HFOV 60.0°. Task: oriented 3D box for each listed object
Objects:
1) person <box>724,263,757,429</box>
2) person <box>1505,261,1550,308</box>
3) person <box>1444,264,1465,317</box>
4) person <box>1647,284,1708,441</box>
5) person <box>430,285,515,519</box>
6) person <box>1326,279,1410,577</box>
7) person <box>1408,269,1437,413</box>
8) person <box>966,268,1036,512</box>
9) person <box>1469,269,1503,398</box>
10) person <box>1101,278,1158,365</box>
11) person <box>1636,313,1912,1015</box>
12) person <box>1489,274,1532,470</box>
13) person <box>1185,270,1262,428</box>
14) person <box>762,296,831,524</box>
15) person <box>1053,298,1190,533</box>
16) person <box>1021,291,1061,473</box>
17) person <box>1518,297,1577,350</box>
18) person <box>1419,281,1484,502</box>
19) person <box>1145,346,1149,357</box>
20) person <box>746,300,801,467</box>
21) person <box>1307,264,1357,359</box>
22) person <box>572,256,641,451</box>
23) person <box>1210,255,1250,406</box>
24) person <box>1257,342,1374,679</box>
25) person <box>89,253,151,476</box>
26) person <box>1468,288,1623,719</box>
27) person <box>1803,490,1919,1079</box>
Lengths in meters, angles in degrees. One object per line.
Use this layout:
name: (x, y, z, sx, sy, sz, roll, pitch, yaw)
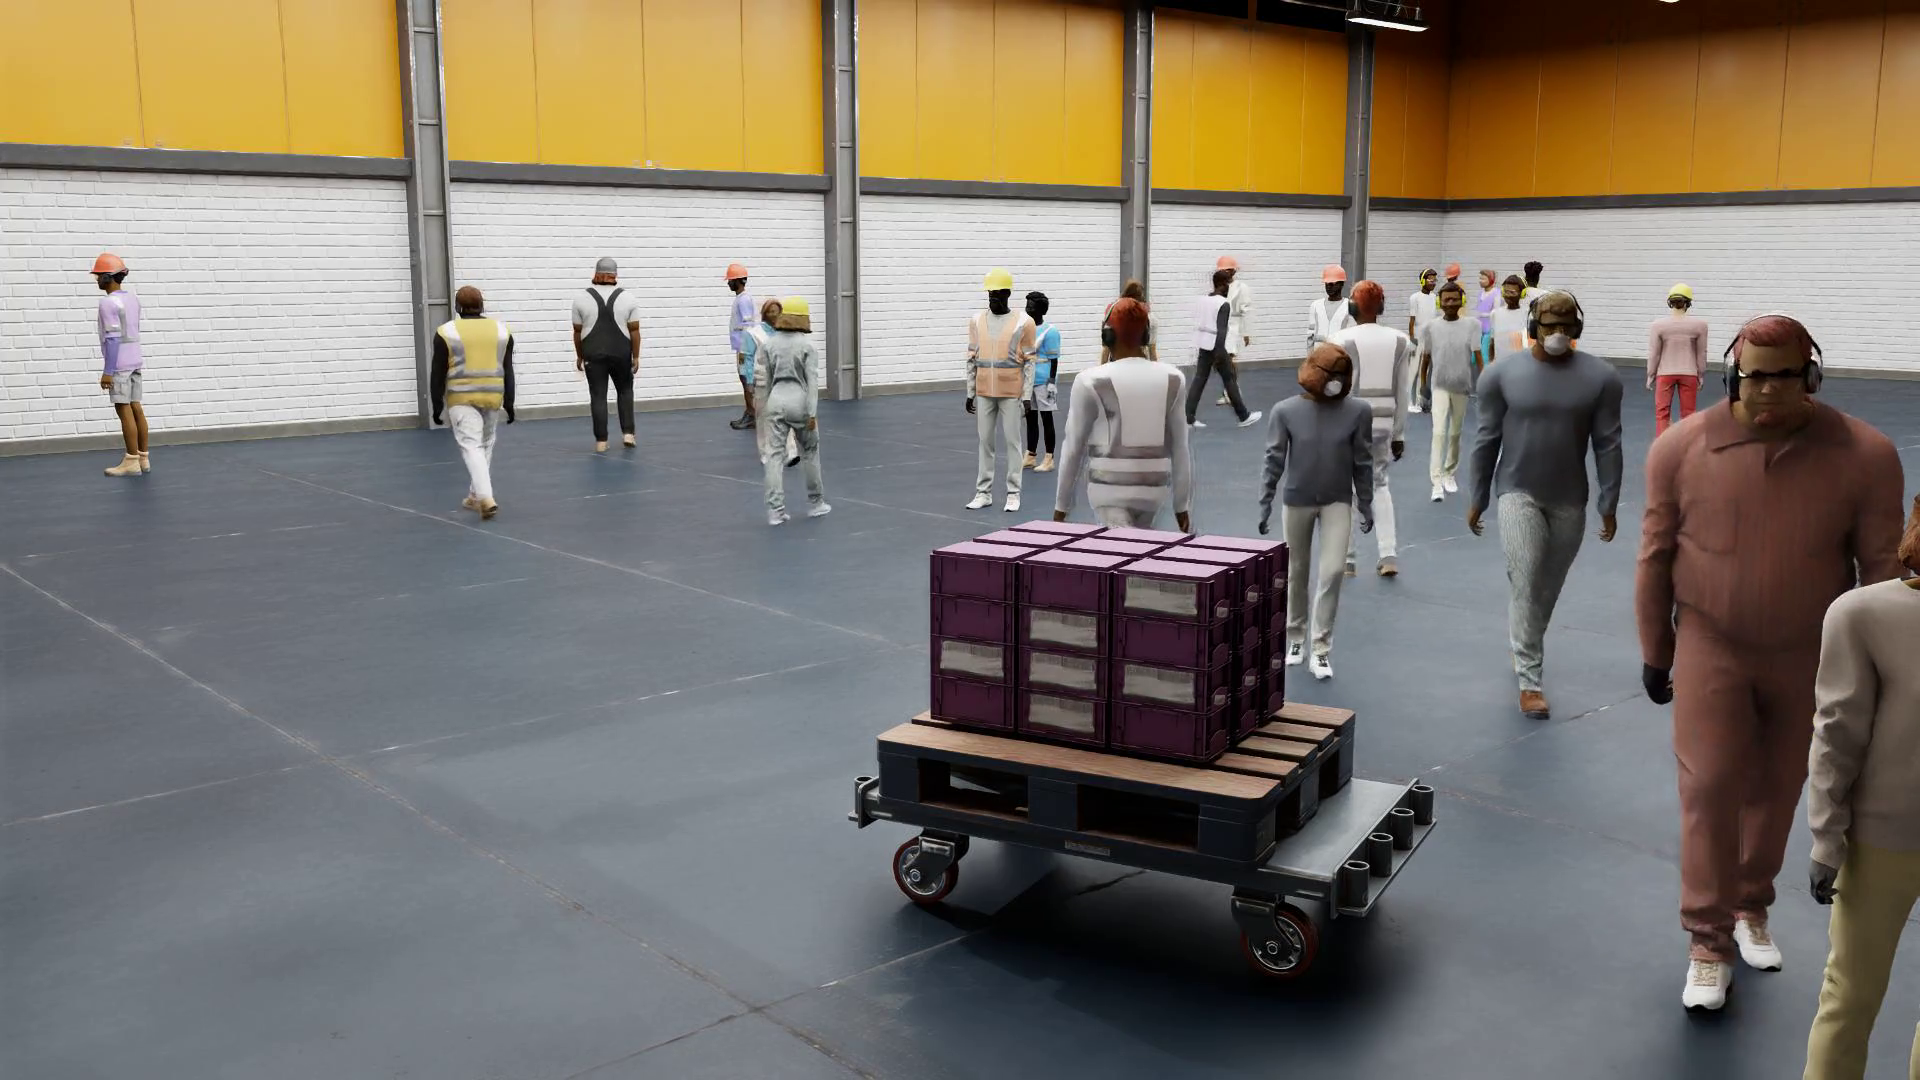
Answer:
person: (-2.569, -2.261, 19.483, 0.373, 1.933, 0.549, -2, 10, -9)
person: (6.869, -2.377, 20.072, 0.606, 1.966, 0.367, 4, 10, 21)
person: (8.697, -3.906, 29.293, 0.375, 1.890, 0.694, 4, 10, 21)
person: (6.803, -1.545, 15.807, 0.523, 1.762, 0.328, 3, 10, 16)
person: (-3.770, -1.077, 12.942, 0.634, 1.808, 0.928, -7, 12, -36)
person: (2.518, -0.686, 10.449, 0.595, 1.883, 0.373, -3, 10, -16)
person: (6.004, -2.576, 21.570, 0.506, 1.861, 0.329, -7, 12, -36)
person: (0.312, -1.187, 13.215, 0.585, 1.929, 0.370, 4, 11, 24)
person: (7.517, -2.943, 23.760, 0.435, 1.835, 0.589, -2, 10, -9)
person: (1.558, -1.498, 15.341, 0.530, 1.825, 0.595, 0, 10, 1)
person: (2.181, 0.334, 4.497, 0.649, 1.860, 0.859, 3, 10, 17)
person: (5.181, -1.568, 15.681, 0.495, 1.852, 0.377, 8, 13, 40)
person: (3.077, -2.246, 19.658, 1.001, 1.853, 0.579, -4, 11, -24)
person: (-1.255, -1.003, 12.756, 0.498, 1.712, 0.785, 3, 10, 18)
person: (0.738, -0.197, 7.709, 0.600, 1.830, 0.977, -4, 11, -24)
person: (0.725, -1.478, 15.596, 0.322, 1.697, 0.531, -7, 12, -35)
person: (5.148, -1.295, 14.568, 0.581, 1.679, 0.446, 9, 13, 41)
person: (4.132, -1.257, 13.985, 0.533, 1.818, 0.989, 2, 10, 11)
person: (2.022, -2.177, 19.907, 0.583, 1.611, 0.393, 7, 12, 34)
person: (-1.774, -1.484, 15.890, 0.542, 1.595, 0.822, -4, 10, -21)
person: (3.759, -1.810, 16.839, 0.545, 1.938, 0.356, 6, 11, 30)
person: (-3.693, -1.959, 17.410, 0.699, 2.000, 0.598, -2, 10, -11)
person: (3.598, -2.820, 22.480, 0.425, 2.028, 0.646, -9, 13, -42)
person: (1.716, -0.139, 8.006, 0.558, 1.601, 0.705, 2, 10, 10)
person: (-7.766, -1.610, 15.355, 0.381, 2.045, 0.605, -1, 10, -3)
person: (2.669, -0.208, 7.633, 0.643, 1.893, 1.010, 1, 10, 9)
person: (1.984, 0.636, 3.395, 0.498, 1.636, 0.286, 1, 10, 6)
